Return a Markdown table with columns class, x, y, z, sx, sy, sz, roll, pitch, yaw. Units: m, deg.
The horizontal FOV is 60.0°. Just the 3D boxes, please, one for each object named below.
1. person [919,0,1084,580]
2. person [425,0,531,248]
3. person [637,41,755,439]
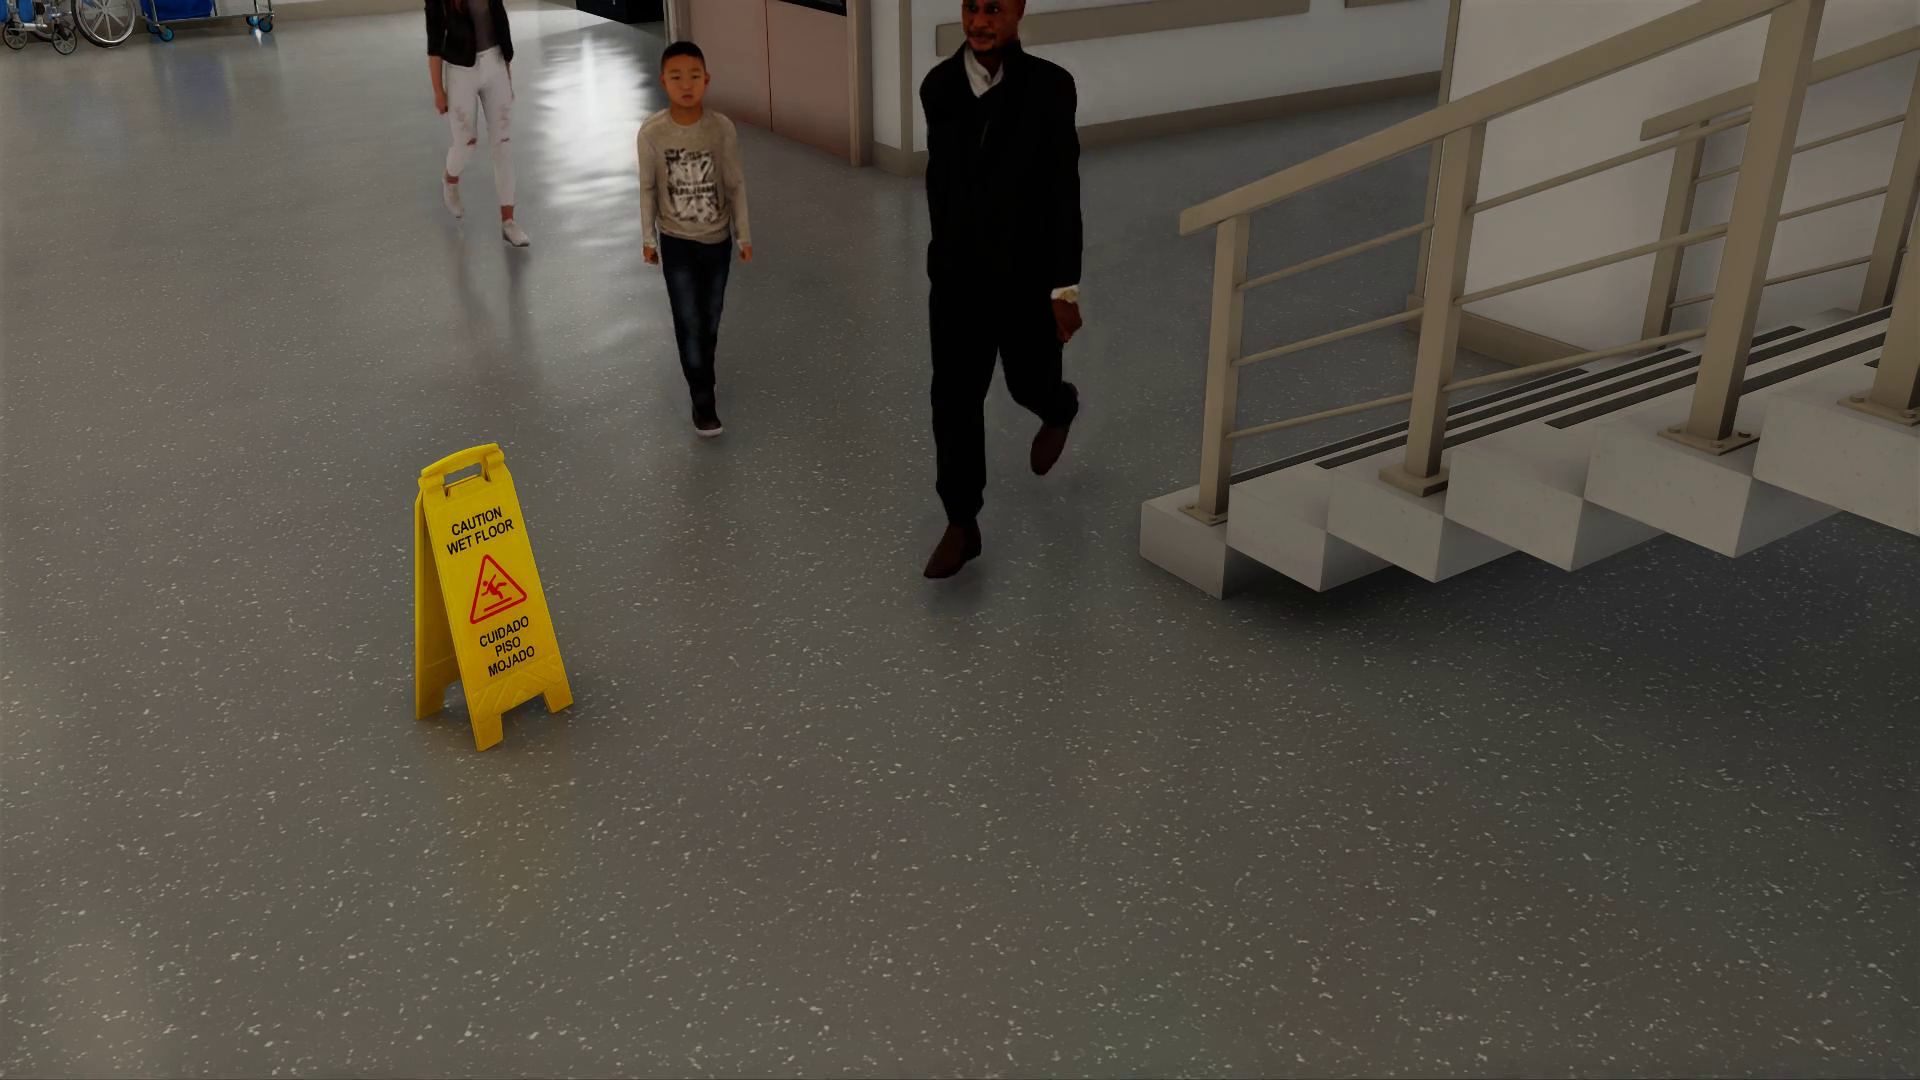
| class | x | y | z | sx | sy | sz | roll | pitch | yaw |
| --- | --- | --- | --- | --- | --- | --- | --- | --- | --- |
| person | 0.161 | -0.859 | 5.316 | 1.308 | 1.864 | 1.228 | 10 | 27 | 19 |
| person | -2.582 | -2.419 | 8.761 | 0.603 | 1.681 | 0.983 | -18 | 31 | -33 |
| person | -1.039 | -1.193 | 6.496 | 0.737 | 1.441 | 1.046 | -8 | 27 | -17 |
